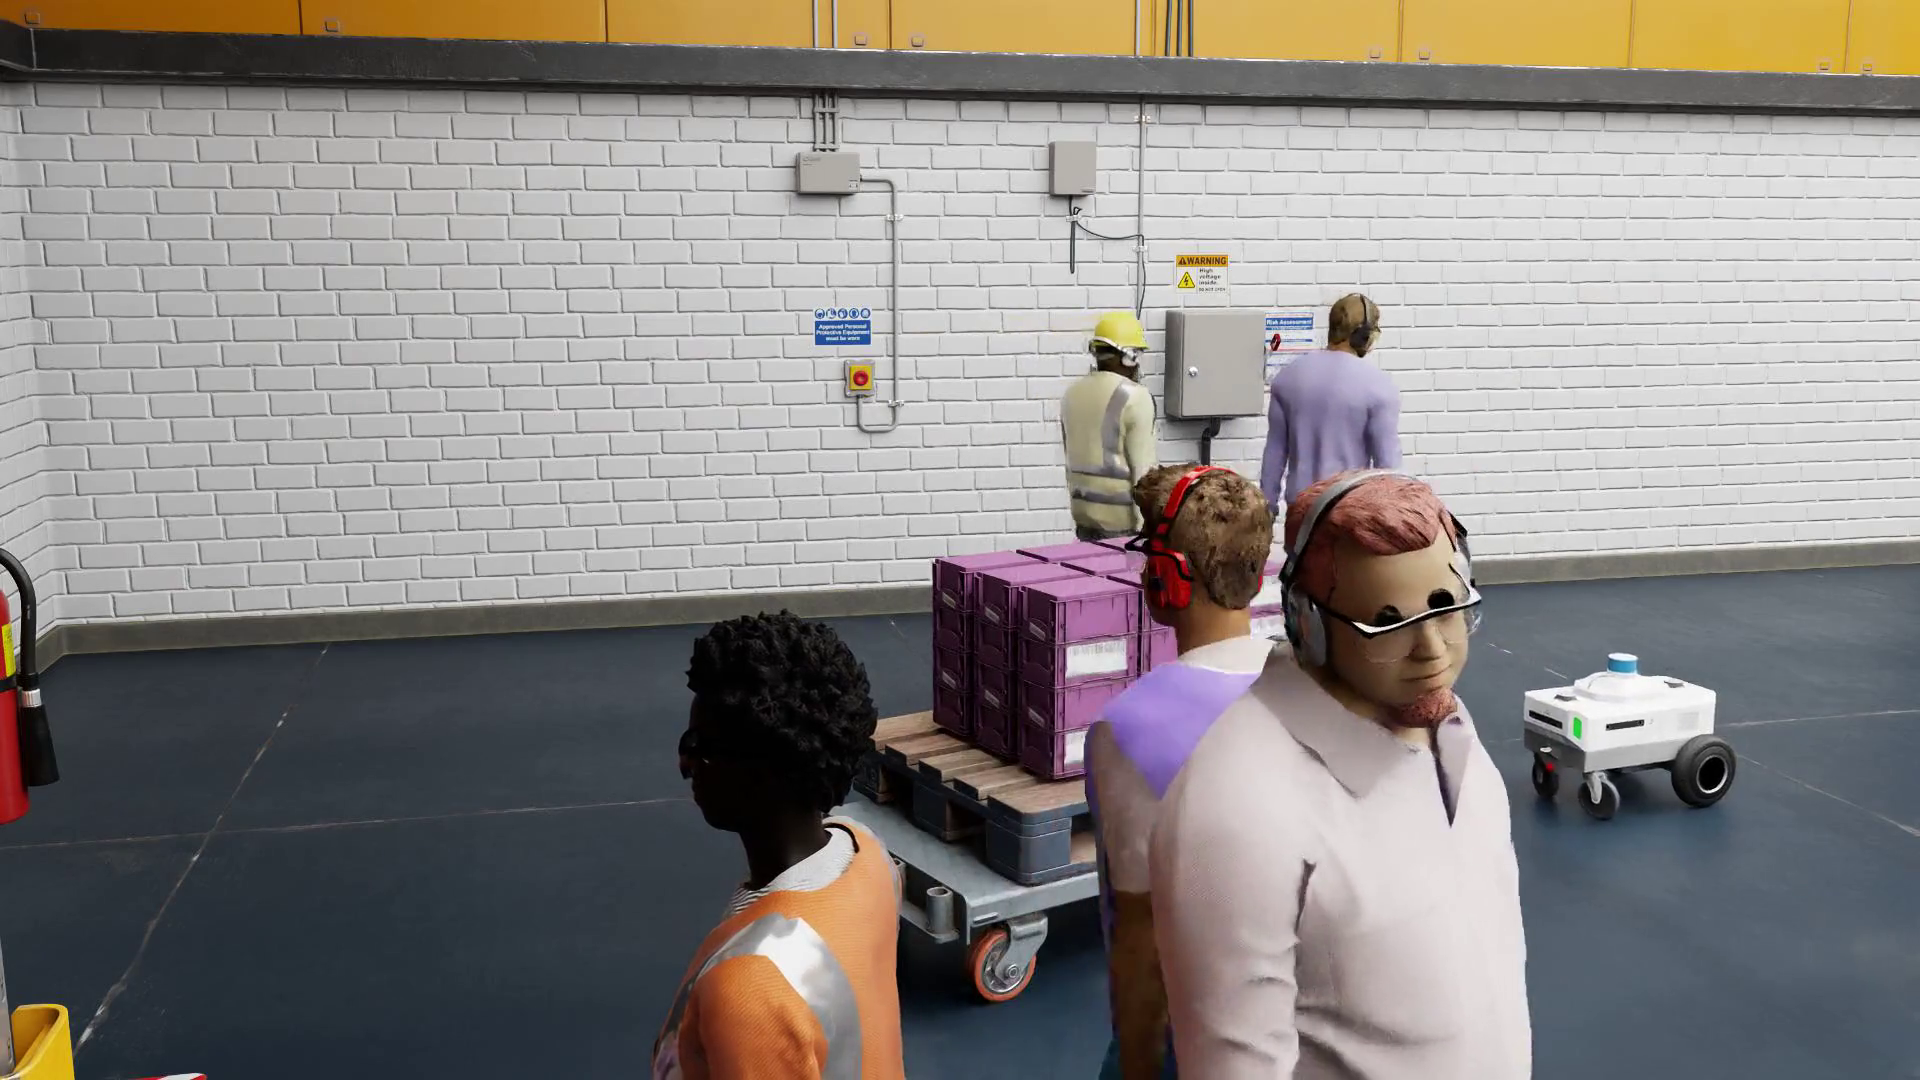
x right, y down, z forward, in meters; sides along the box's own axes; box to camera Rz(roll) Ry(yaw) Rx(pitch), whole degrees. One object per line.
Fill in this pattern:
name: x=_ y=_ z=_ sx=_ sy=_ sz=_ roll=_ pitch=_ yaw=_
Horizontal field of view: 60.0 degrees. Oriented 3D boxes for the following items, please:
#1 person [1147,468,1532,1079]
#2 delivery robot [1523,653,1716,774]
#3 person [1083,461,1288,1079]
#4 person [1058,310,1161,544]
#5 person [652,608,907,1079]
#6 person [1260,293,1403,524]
person: x=0.441 y=0.816 z=2.181 sx=0.788 sy=1.878 sz=0.661 roll=9 pitch=13 yaw=40
delivery robot: x=2.509 y=0.677 z=6.340 sx=0.707 sy=0.478 sz=0.477 roll=-4 pitch=11 yaw=-21
person: x=0.397 y=0.767 z=2.681 sx=0.583 sy=1.793 sz=0.994 roll=-8 pitch=13 yaw=-39
person: x=0.684 y=-0.127 z=7.554 sx=0.463 sy=1.812 sz=0.600 roll=-7 pitch=13 yaw=-35
person: x=-0.210 y=0.922 z=2.078 sx=0.318 sy=1.697 sz=0.533 roll=1 pitch=10 yaw=7
person: x=1.739 y=-0.145 z=7.446 sx=0.958 sy=1.892 sz=0.636 roll=-9 pitch=14 yaw=-42
